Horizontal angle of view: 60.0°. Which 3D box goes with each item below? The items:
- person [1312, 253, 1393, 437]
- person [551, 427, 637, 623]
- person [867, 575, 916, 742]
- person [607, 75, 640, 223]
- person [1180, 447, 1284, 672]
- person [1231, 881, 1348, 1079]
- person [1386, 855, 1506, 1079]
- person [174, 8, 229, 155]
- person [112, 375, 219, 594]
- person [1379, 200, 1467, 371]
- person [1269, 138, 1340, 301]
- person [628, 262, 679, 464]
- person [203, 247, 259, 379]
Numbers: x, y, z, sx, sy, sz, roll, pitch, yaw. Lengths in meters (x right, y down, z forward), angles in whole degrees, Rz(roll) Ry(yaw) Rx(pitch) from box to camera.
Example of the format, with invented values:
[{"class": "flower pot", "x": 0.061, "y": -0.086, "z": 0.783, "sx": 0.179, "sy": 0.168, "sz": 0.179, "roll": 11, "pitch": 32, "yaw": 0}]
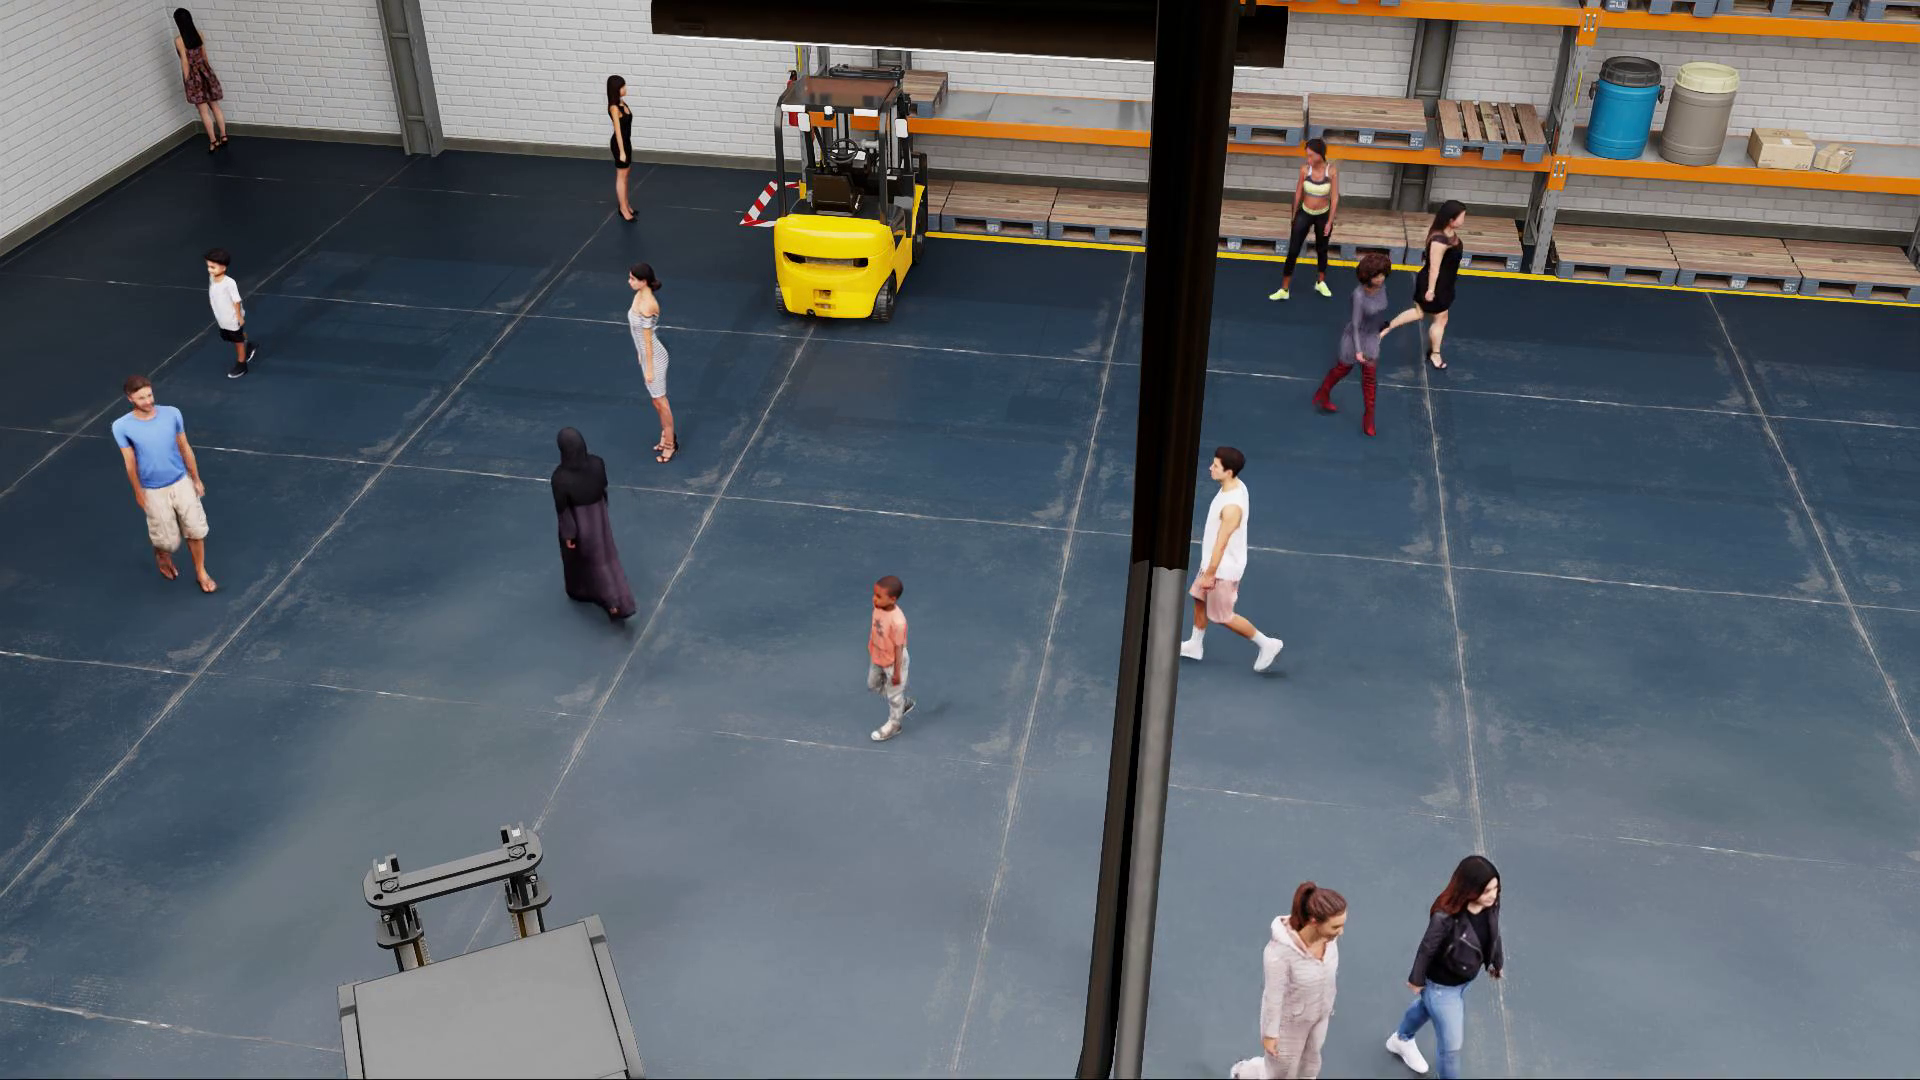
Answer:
[{"class": "person", "x": 3.479, "y": -1.780, "z": 14.661, "sx": 1.001, "sy": 1.671, "sz": 1.021, "roll": -23, "pitch": 40, "yaw": -31}, {"class": "person", "x": -2.710, "y": -0.097, "z": 12.199, "sx": 1.066, "sy": 1.593, "sz": 1.093, "roll": -19, "pitch": 38, "yaw": -26}, {"class": "person", "x": -0.422, "y": 0.764, "z": 11.164, "sx": 0.711, "sy": 1.305, "sz": 0.650, "roll": -19, "pitch": 38, "yaw": -26}, {"class": "person", "x": -3.788, "y": -4.392, "z": 18.610, "sx": 0.541, "sy": 1.648, "sz": 0.596, "roll": 0, "pitch": 34, "yaw": 0}, {"class": "person", "x": 1.929, "y": 0.174, "z": 11.638, "sx": 1.062, "sy": 1.764, "sz": 0.671, "roll": 4, "pitch": 34, "yaw": 6}, {"class": "person", "x": 1.663, "y": 2.356, "z": 8.434, "sx": 0.857, "sy": 1.676, "sz": 0.918, "roll": -19, "pitch": 38, "yaw": -26}, {"class": "person", "x": 2.491, "y": 2.230, "z": 8.682, "sx": 1.005, "sy": 1.611, "sz": 1.075, "roll": -22, "pitch": 40, "yaw": -30}, {"class": "person", "x": -9.300, "y": -5.614, "z": 20.337, "sx": 0.748, "sy": 1.773, "sz": 0.732, "roll": 14, "pitch": 36, "yaw": 20}, {"class": "person", "x": -6.004, "y": -0.451, "z": 12.495, "sx": 0.847, "sy": 1.854, "sz": 0.918, "roll": -28, "pitch": 43, "yaw": -35}, {"class": "person", "x": 4.341, "y": -2.377, "z": 15.540, "sx": 0.970, "sy": 1.692, "sz": 0.678, "roll": 7, "pitch": 34, "yaw": 10}, {"class": "person", "x": 3.614, "y": -3.257, "z": 16.843, "sx": 0.814, "sy": 1.716, "sz": 0.877, "roll": 5, "pitch": 34, "yaw": 7}, {"class": "person", "x": -2.595, "y": -1.507, "z": 14.119, "sx": 0.683, "sy": 1.817, "sz": 0.665, "roll": -12, "pitch": 35, "yaw": -17}, {"class": "person", "x": -6.830, "y": -2.171, "z": 15.624, "sx": 0.668, "sy": 1.255, "sz": 0.665, "roll": 17, "pitch": 37, "yaw": 23}]
